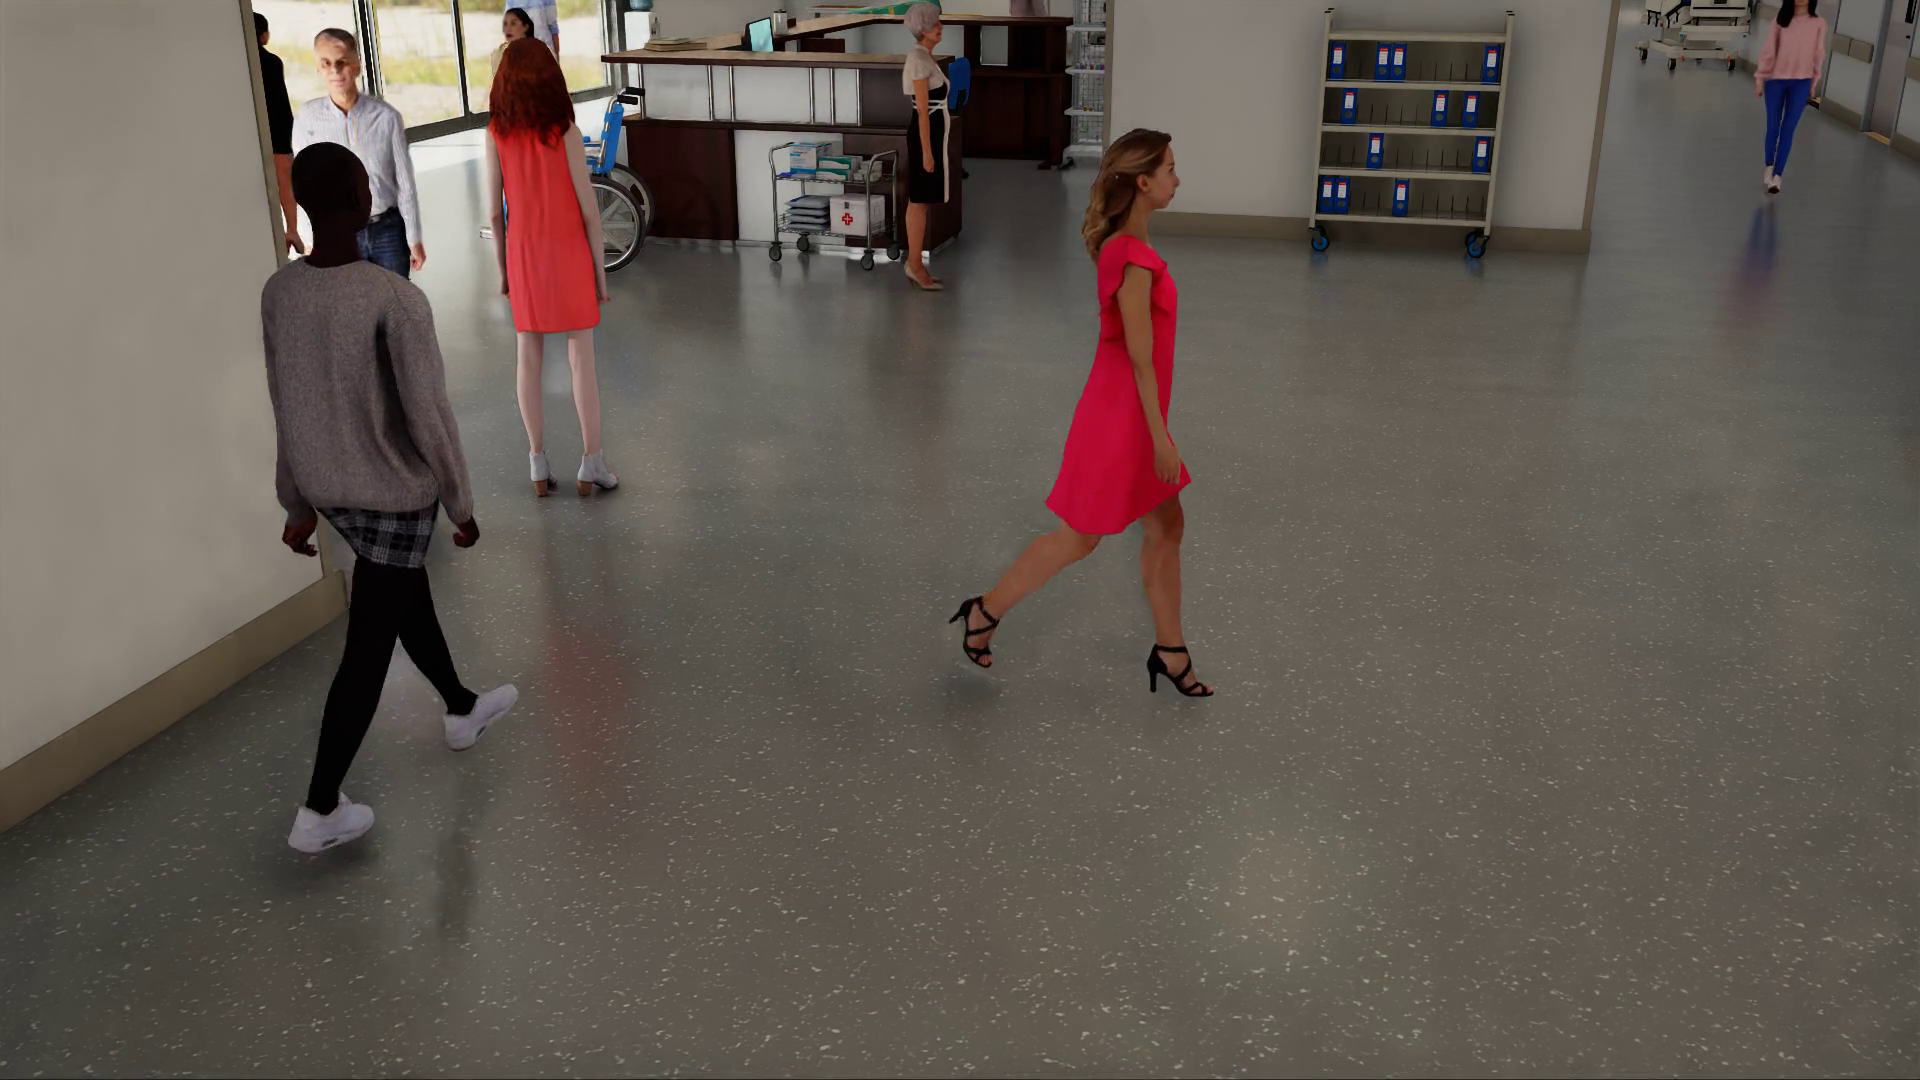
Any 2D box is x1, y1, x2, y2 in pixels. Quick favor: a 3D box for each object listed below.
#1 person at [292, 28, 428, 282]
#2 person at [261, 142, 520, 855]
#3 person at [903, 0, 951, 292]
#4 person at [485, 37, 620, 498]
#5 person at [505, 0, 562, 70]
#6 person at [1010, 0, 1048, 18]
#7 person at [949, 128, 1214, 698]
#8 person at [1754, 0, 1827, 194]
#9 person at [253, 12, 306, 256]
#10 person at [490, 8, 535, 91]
[{"bbox_3d":[-2.716,-1.413,7.615,0.805,1.803,0.889,-8,22,-19],"label":"person"},{"bbox_3d":[-1.515,-0.056,4.138,1.137,1.728,0.778,7,22,19],"label":"person"},{"bbox_3d":[-0.236,-2.469,10.472,0.627,1.754,0.696,0,21,-1],"label":"person"},{"bbox_3d":[-1.646,-1.066,6.665,0.484,1.828,0.681,3,21,7],"label":"person"},{"bbox_3d":[-4.226,-4.827,16.600,0.592,1.824,0.788,1,21,2],"label":"person"},{"bbox_3d":[0.819,-4.944,16.893,1.159,1.835,1.049,-11,23,-27],"label":"person"},{"bbox_3d":[0.369,-0.311,4.870,1.044,1.685,0.598,5,21,14],"label":"person"},{"bbox_3d":[6.996,-3.819,14.086,1.152,1.719,0.885,10,23,25],"label":"person"},{"bbox_3d":[-4.807,-2.796,11.505,0.548,1.634,0.653,3,21,7],"label":"person"},{"bbox_3d":[-3.166,-3.092,12.310,0.539,1.618,0.696,7,22,17],"label":"person"}]
